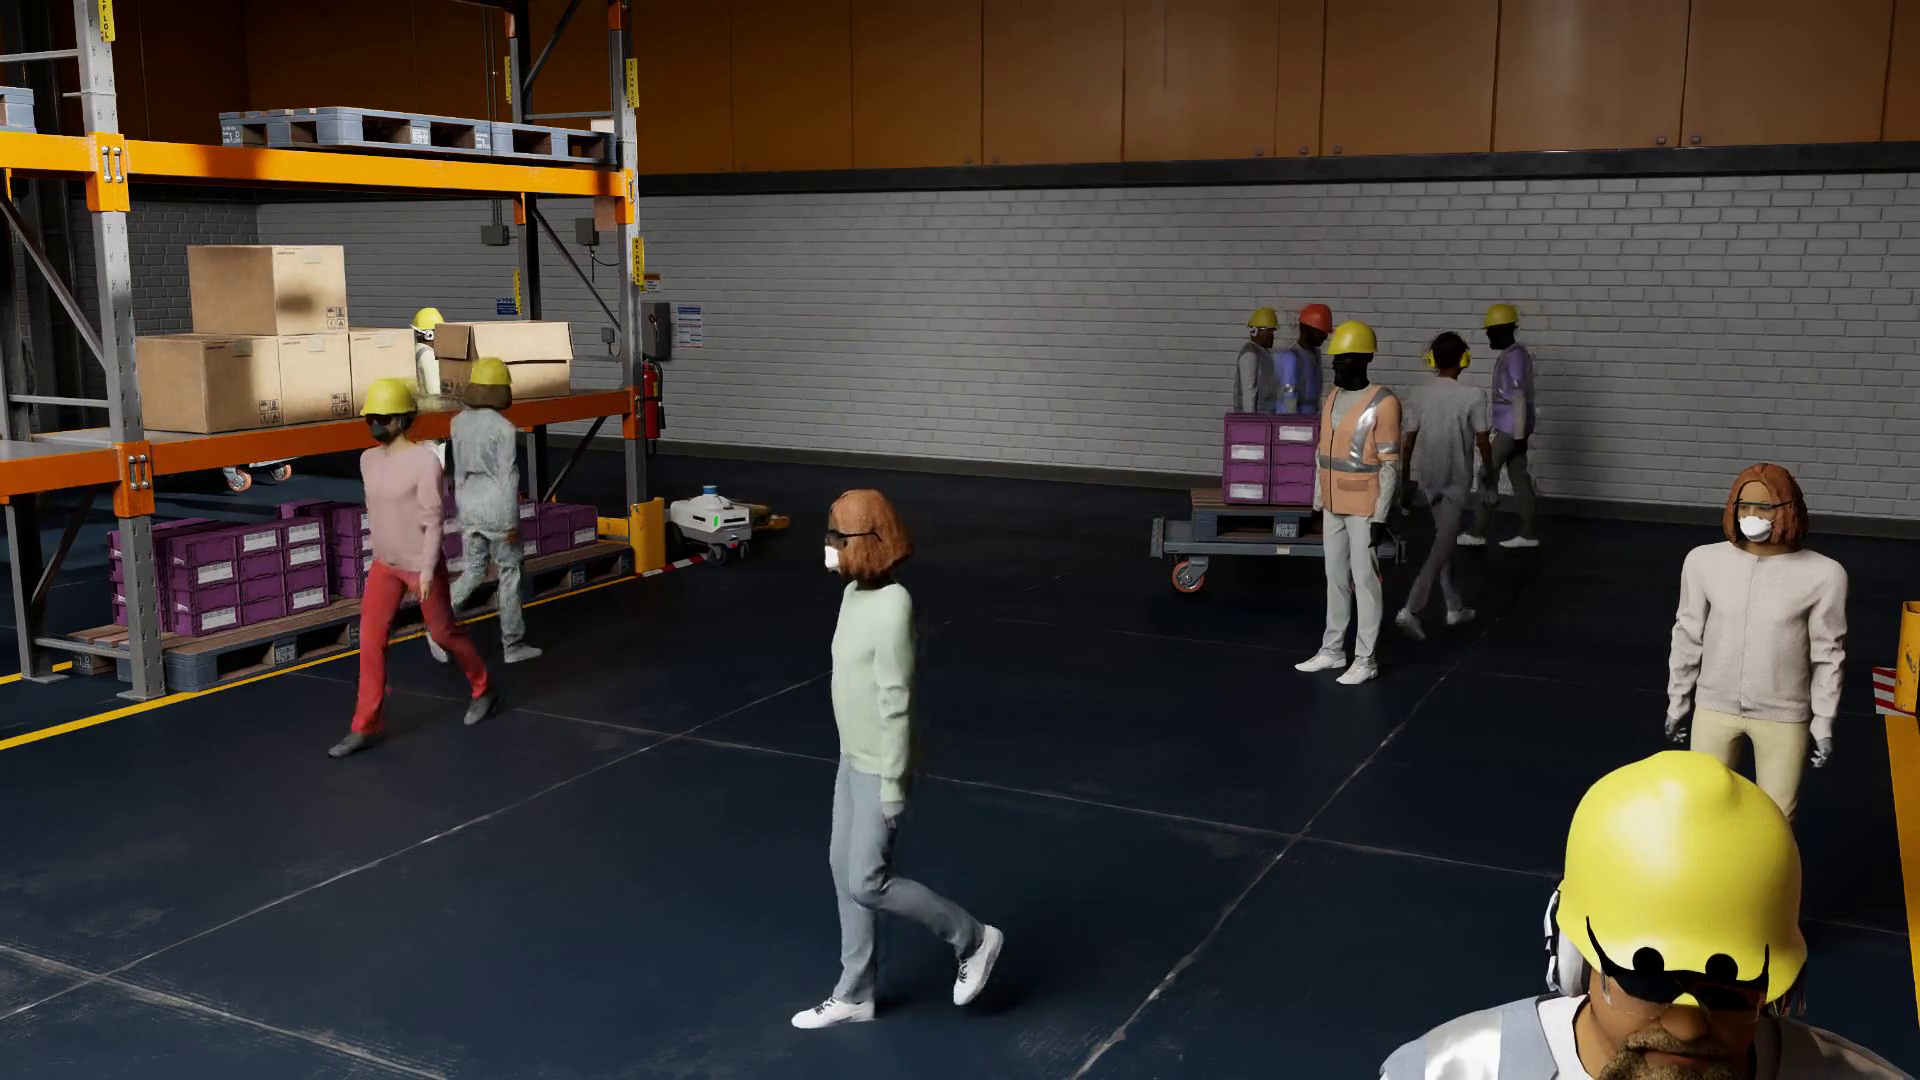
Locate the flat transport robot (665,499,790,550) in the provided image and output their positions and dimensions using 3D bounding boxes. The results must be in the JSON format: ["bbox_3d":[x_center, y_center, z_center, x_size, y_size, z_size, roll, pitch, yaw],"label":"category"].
[{"bbox_3d":[-2.056,-0.133,13.264,0.652,0.197,1.431,6,12,32],"label":"flat transport robot"}]

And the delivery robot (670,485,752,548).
[{"bbox_3d":[-1.849,-0.161,12.333,0.477,0.478,0.707,-8,12,-38],"label":"delivery robot"}]

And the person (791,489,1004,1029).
[{"bbox_3d":[-0.197,0.650,4.839,0.541,1.618,0.512,-3,10,-17],"label":"person"}]

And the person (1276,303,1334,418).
[{"bbox_3d":[2.673,-0.857,12.729,0.736,1.897,0.577,8,13,40],"label":"person"}]

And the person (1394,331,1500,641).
[{"bbox_3d":[2.876,-0.331,9.941,0.971,1.823,0.525,-9,14,-44],"label":"person"}]

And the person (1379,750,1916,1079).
[{"bbox_3d":[0.687,1.091,1.702,0.587,1.825,0.403,2,10,12],"label":"person"}]

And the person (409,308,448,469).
[{"bbox_3d":[-4.341,-0.986,13.680,0.404,1.835,0.590,-6,12,-32],"label":"person"}]

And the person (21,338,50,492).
[{"bbox_3d":[-8.971,-1.341,15.716,0.627,1.844,0.429,6,11,29],"label":"person"}]

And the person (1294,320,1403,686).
[{"bbox_3d":[2.070,-0.195,8.829,0.374,1.928,0.584,-5,11,-26],"label":"person"}]

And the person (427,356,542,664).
[{"bbox_3d":[-2.632,-0.140,9.106,0.501,1.722,0.619,5,11,27],"label":"person"}]

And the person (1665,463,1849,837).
[{"bbox_3d":[2.508,0.565,5.282,0.507,1.631,0.266,8,12,38],"label":"person"}]

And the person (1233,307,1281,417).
[{"bbox_3d":[2.514,-1.045,14.035,0.404,1.828,0.592,4,10,20],"label":"person"}]

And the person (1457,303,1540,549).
[{"bbox_3d":[4.137,-0.873,12.846,0.822,1.885,0.612,3,10,18],"label":"person"}]

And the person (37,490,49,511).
[{"bbox_3d":[-8.096,-1.069,13.916,0.632,1.920,0.678,3,10,19],"label":"person"}]

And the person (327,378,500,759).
[{"bbox_3d":[-2.543,0.091,7.774,0.538,1.720,0.924,5,11,28],"label":"person"}]
